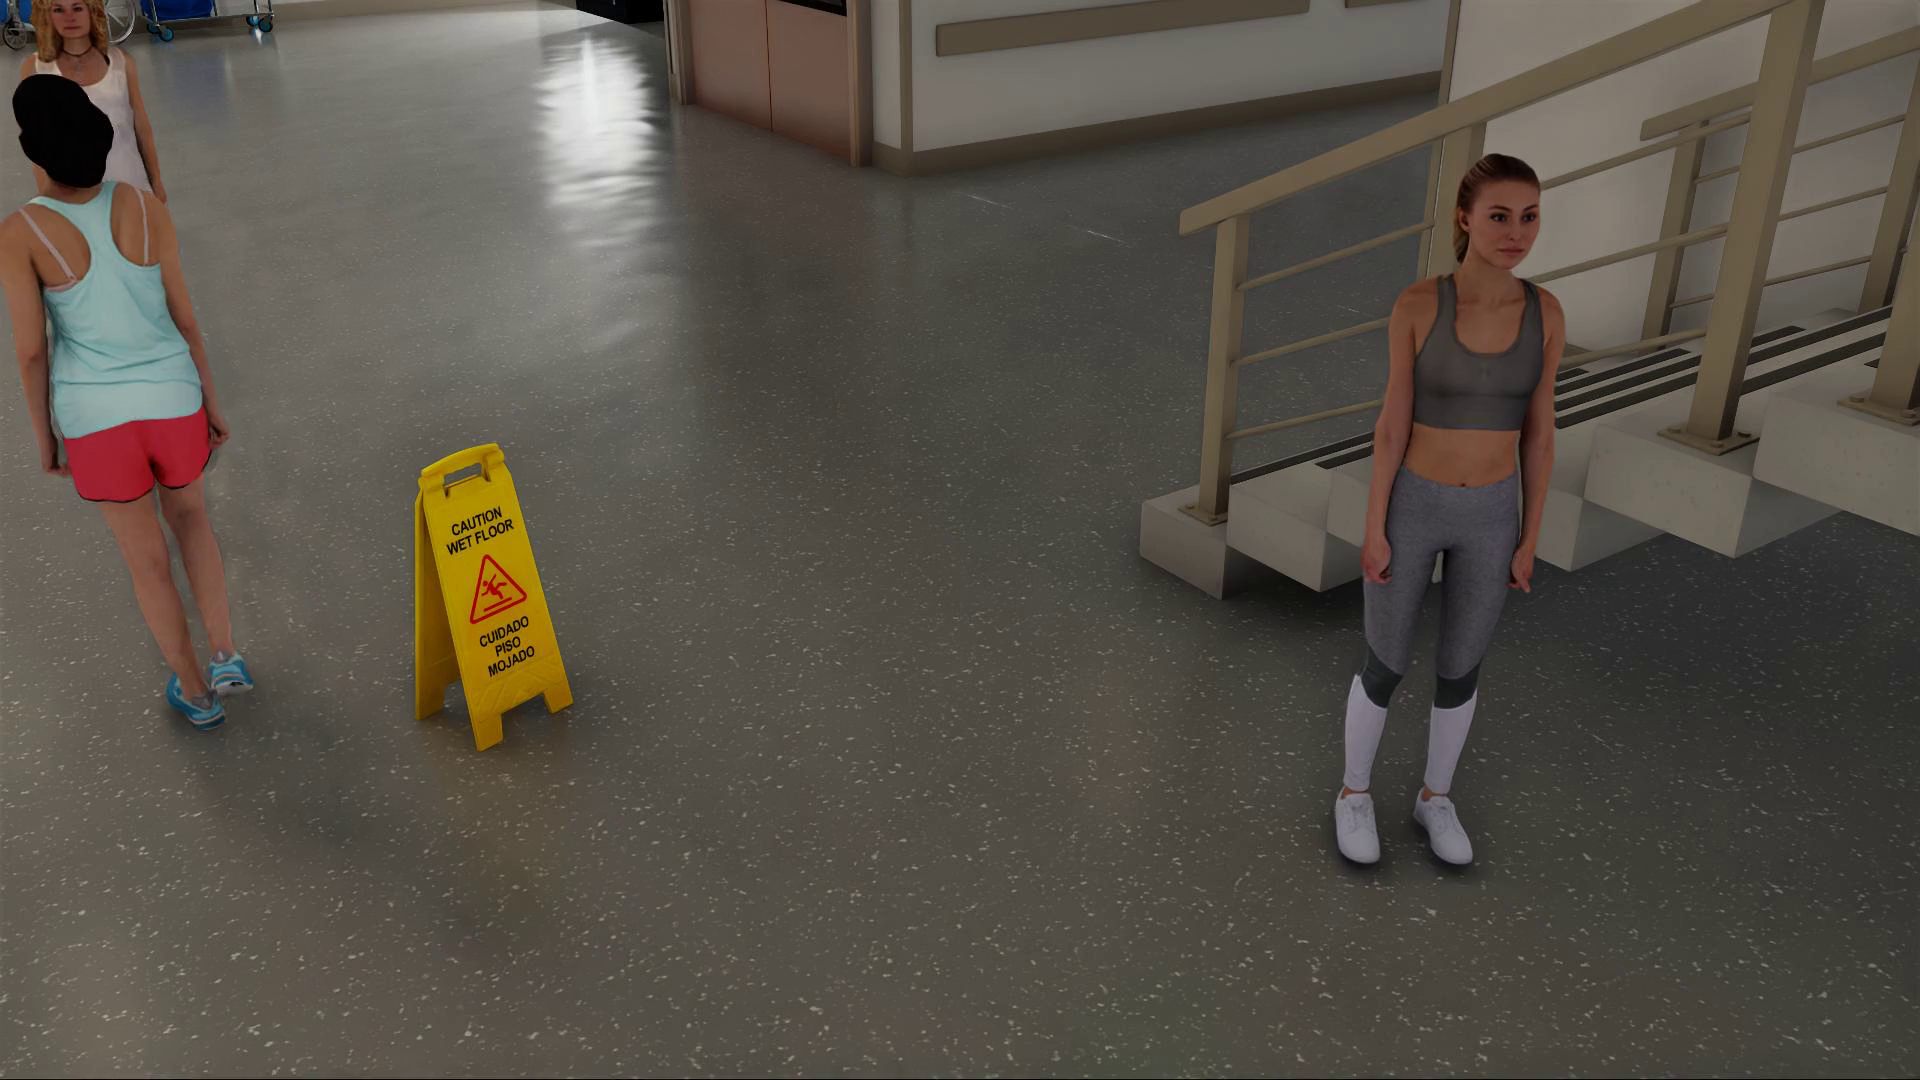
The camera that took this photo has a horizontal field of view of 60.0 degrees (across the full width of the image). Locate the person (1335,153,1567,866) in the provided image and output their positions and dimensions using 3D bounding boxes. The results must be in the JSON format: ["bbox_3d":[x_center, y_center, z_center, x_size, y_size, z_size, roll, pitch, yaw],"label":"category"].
[{"bbox_3d":[1.101,-0.035,3.791,0.639,1.704,0.676,0,26,1],"label":"person"}]

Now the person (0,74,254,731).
[{"bbox_3d":[-2.067,-0.273,4.221,0.639,1.760,0.720,-21,32,-36],"label":"person"}]

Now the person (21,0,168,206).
[{"bbox_3d":[-3.523,-1.462,6.843,0.679,1.624,1.109,-14,29,-27],"label":"person"}]
